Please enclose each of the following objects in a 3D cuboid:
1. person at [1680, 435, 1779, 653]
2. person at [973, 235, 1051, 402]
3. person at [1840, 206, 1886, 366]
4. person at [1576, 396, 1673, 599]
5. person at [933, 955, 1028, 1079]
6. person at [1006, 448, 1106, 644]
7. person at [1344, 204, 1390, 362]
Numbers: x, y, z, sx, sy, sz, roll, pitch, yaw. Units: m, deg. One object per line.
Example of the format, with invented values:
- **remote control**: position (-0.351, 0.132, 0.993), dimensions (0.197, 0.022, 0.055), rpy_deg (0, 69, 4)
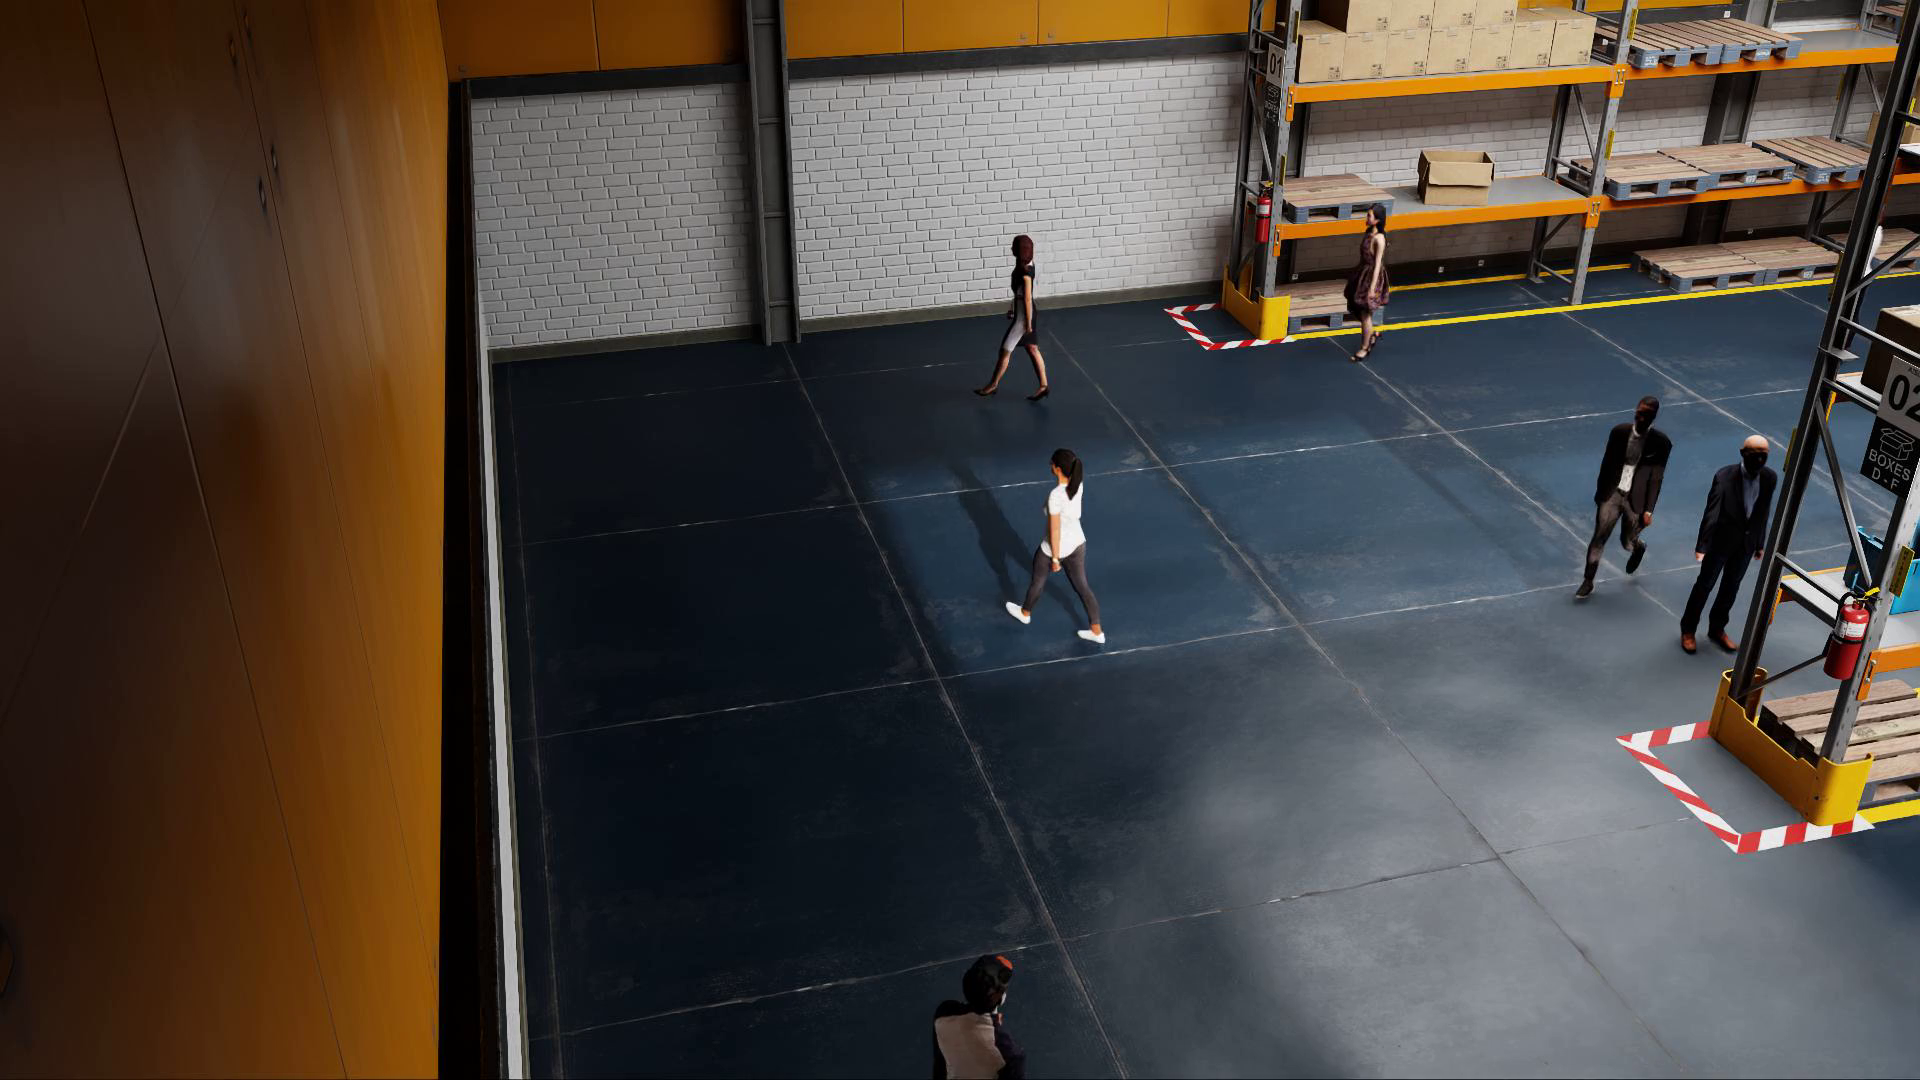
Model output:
- **person**: position (5.896, 0.012, 12.714), dimensions (0.579, 1.798, 0.796), rpy_deg (-2, 29, -3)
- **person**: position (0.738, -2.206, 16.812), dimensions (1.102, 1.768, 0.851), rpy_deg (4, 29, 7)
- **person**: position (9.589, -2.758, 17.795), dimensions (0.750, 1.794, 0.650), rpy_deg (22, 35, 34)
- **person**: position (5.410, -0.348, 13.390), dimensions (0.993, 1.783, 1.103), rpy_deg (25, 37, 38)
- **person**: position (0.035, 2.724, 7.655), dimensions (0.859, 1.881, 0.831), rpy_deg (-25, 37, -38)
- **person**: position (0.869, 0.092, 12.782), dimensions (1.066, 1.592, 1.120), rpy_deg (22, 35, 34)
- **person**: position (4.447, -2.738, 17.792), dimensions (0.740, 1.762, 0.666), rpy_deg (-4, 29, -7)
